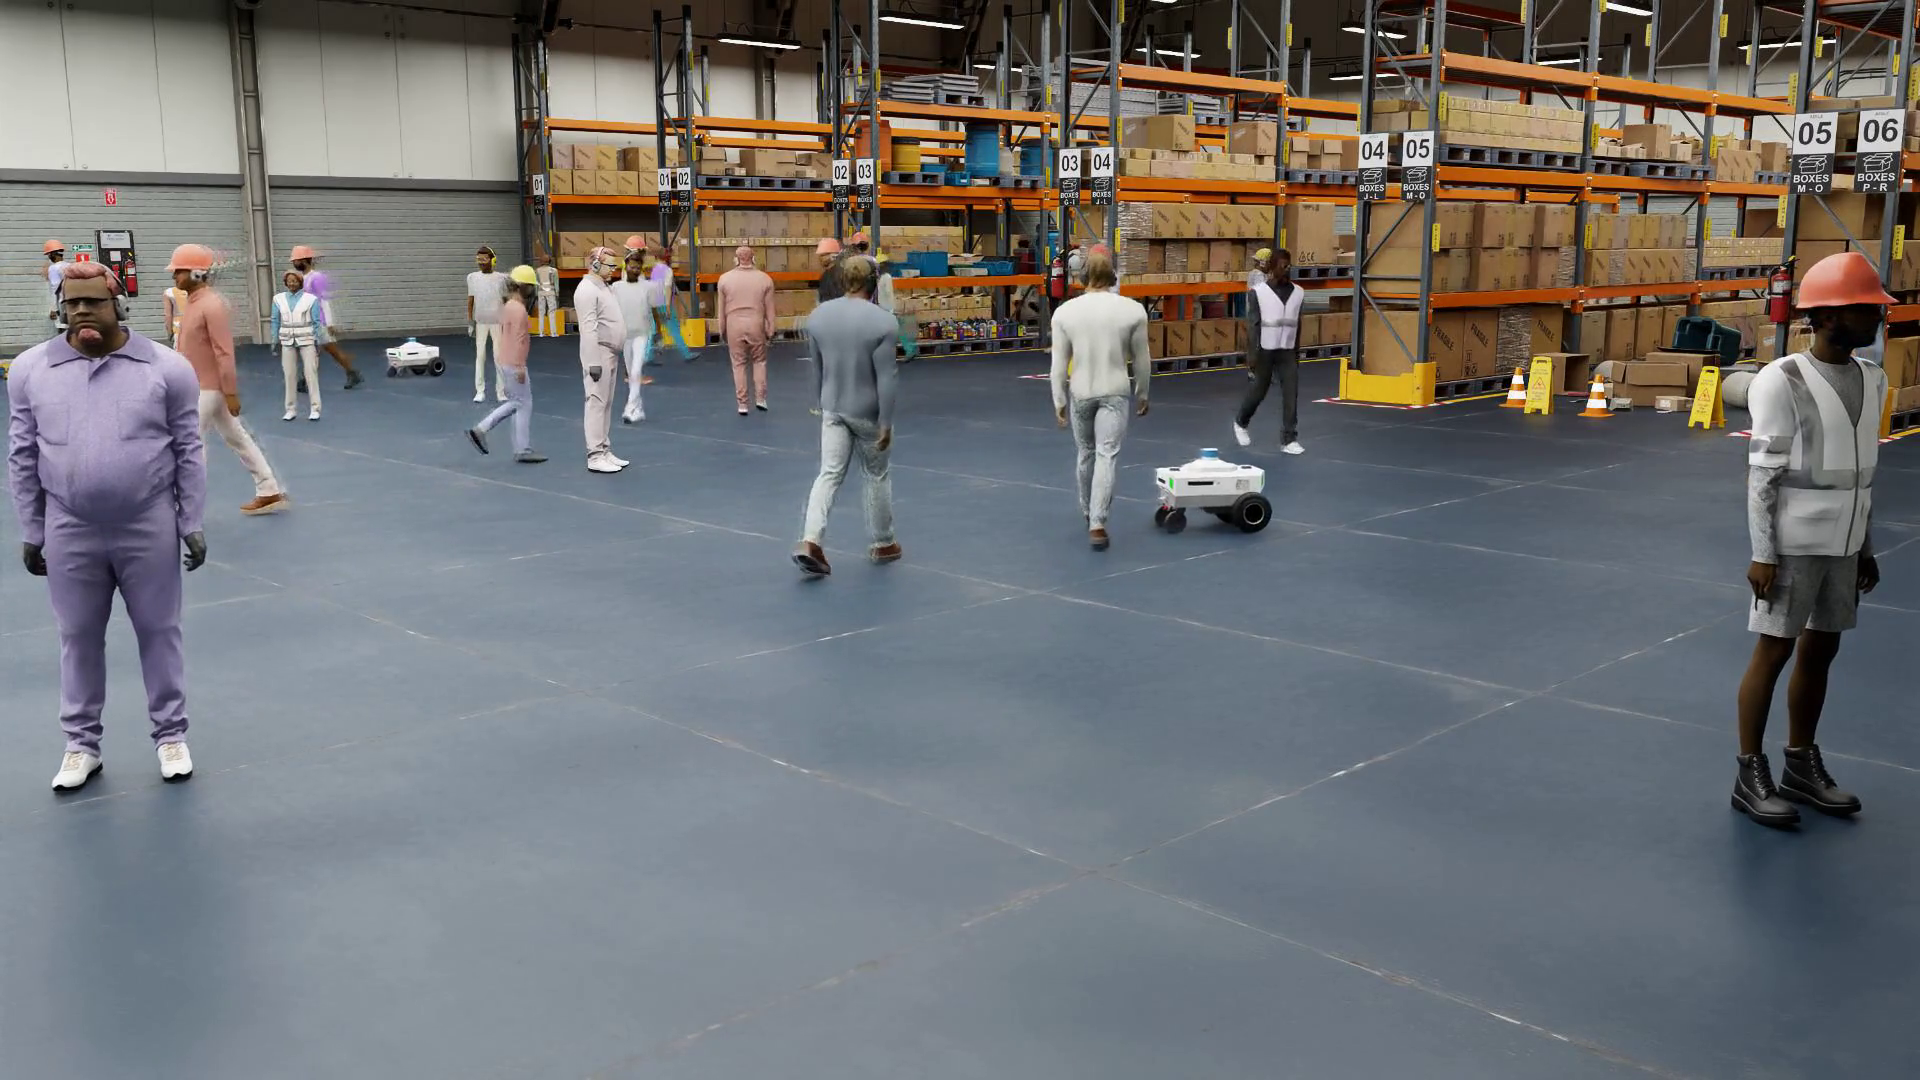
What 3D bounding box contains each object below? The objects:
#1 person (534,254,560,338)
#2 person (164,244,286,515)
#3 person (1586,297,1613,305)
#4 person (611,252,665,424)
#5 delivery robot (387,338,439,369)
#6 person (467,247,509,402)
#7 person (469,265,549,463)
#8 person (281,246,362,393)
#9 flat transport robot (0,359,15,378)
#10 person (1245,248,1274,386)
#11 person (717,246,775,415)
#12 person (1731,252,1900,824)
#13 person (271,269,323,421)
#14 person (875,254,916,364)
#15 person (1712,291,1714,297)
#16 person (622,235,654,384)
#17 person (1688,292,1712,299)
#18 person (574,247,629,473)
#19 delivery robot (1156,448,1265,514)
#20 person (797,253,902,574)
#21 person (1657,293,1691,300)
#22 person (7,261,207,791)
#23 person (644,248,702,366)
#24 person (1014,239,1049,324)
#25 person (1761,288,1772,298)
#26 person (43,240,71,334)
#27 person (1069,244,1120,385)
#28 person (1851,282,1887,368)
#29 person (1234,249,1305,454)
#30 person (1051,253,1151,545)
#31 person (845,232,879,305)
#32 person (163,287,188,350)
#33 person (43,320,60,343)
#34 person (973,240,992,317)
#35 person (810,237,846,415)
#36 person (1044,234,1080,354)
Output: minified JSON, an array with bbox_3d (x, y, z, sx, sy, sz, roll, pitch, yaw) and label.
[{"bbox_3d":[-8.119,-4.795,32.700,0.507,1.629,0.316,2,11,13],"label":"person"},{"bbox_3d":[-5.325,-1.101,11.733,1.050,1.942,0.603,-7,12,-32],"label":"person"},{"bbox_3d":[12.080,-4.676,31.413,0.583,1.871,0.438,9,14,41],"label":"person"},{"bbox_3d":[-3.504,-2.131,17.662,0.590,1.806,0.977,1,10,8],"label":"person"},{"bbox_3d":[-7.832,-2.655,23.821,0.477,0.478,0.707,8,13,37],"label":"delivery robot"},{"bbox_3d":[-5.689,-2.604,20.121,0.521,1.862,0.334,-2,11,-12],"label":"person"},{"bbox_3d":[-3.984,-1.548,14.666,0.610,1.741,0.542,-4,11,-22],"label":"person"},{"bbox_3d":[-8.263,-2.856,21.493,1.055,1.878,0.554,-9,14,-40],"label":"person"},{"bbox_3d":[-13.508,-2.466,23.823,1.431,0.197,0.652,8,13,38],"label":"flat transport robot"},{"bbox_3d":[4.039,-2.993,22.340,0.403,1.825,0.586,0,10,-2],"label":"person"},{"bbox_3d":[-2.421,-2.371,18.822,0.636,1.876,0.640,-2,11,-10],"label":"person"},{"bbox_3d":[2.934,0.000,5.698,0.549,1.942,0.344,-4,11,-22],"label":"person"},{"bbox_3d":[-7.215,-2.124,18.133,0.528,1.634,0.313,0,10,-2],"label":"person"},{"bbox_3d":[-1.105,-3.632,26.112,0.890,1.715,0.532,-2,11,-9],"label":"person"},{"bbox_3d":[14.379,-4.769,32.175,1.002,1.789,0.633,-5,11,-24],"label":"person"},{"bbox_3d":[-4.409,-3.140,22.676,0.393,1.992,0.622,-5,11,-24],"label":"person"},{"bbox_3d":[13.873,-4.527,31.227,0.282,1.633,0.500,-8,13,-38],"label":"person"},{"bbox_3d":[-3.049,-1.542,14.221,0.408,1.903,0.638,0,10,0],"label":"person"},{"bbox_3d":[1.722,-0.389,11.465,0.707,0.478,0.477,-2,10,-10],"label":"delivery robot"},{"bbox_3d":[-0.650,-0.758,9.947,0.629,1.908,0.962,4,11,22],"label":"person"},{"bbox_3d":[12.693,-4.278,29.475,0.941,1.782,0.618,-10,14,-42],"label":"person"},{"bbox_3d":[-3.091,-0.050,6.066,0.643,1.910,0.399,-3,11,-18],"label":"person"},{"bbox_3d":[-4.493,-3.601,25.700,0.970,1.794,0.586,-9,14,-41],"label":"person"},{"bbox_3d":[1.440,-5.322,34.759,0.907,1.938,0.612,-8,13,-36],"label":"person"},{"bbox_3d":[15.739,-4.876,32.012,0.608,2.044,0.371,6,12,30],"label":"person"},{"bbox_3d":[-13.238,-3.444,24.511,0.372,1.929,0.543,1,10,3],"label":"person"},{"bbox_3d":[1.826,-2.927,21.832,1.016,1.882,0.567,-8,13,-37],"label":"person"},{"bbox_3d":[6.556,-1.074,12.227,0.551,1.685,0.406,-5,12,-26],"label":"person"},{"bbox_3d":[2.917,-1.788,15.631,0.601,1.889,0.912,-4,11,-21],"label":"person"},{"bbox_3d":[0.933,-0.944,11.021,0.638,1.885,1.035,3,11,15],"label":"person"},{"bbox_3d":[-1.527,-3.675,25.460,0.613,2.043,0.374,-9,13,-39],"label":"person"},{"bbox_3d":[-9.317,-2.491,20.112,0.512,1.638,0.307,-4,11,-21],"label":"person"},{"bbox_3d":[-13.662,-3.397,25.194,0.866,1.592,0.514,-7,12,-33],"label":"person"},{"bbox_3d":[0.553,-6.190,39.567,0.643,1.906,0.913,9,14,41],"label":"person"},{"bbox_3d":[-1.383,-2.393,18.651,0.572,1.973,0.634,-6,12,-30],"label":"person"},{"bbox_3d":[1.696,-4.118,28.000,0.538,2.000,0.681,-9,13,-39],"label":"person"}]
